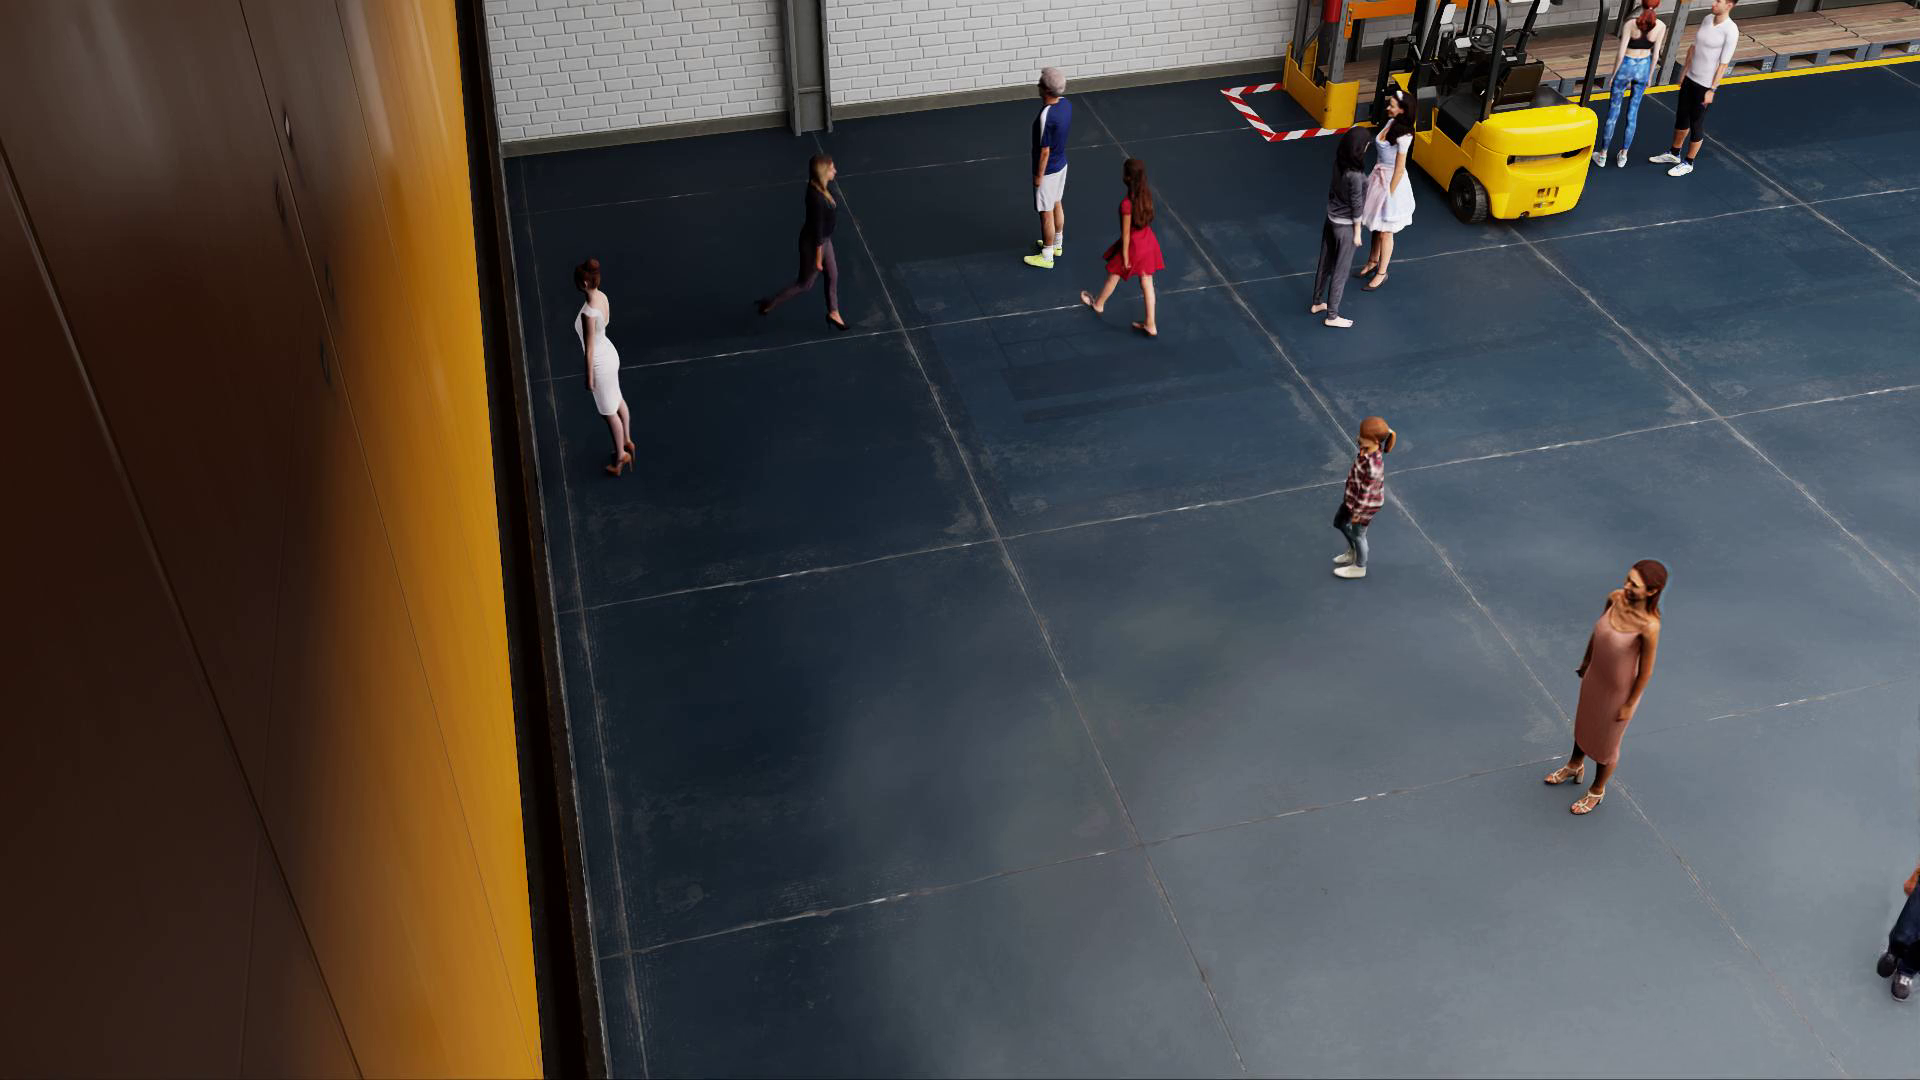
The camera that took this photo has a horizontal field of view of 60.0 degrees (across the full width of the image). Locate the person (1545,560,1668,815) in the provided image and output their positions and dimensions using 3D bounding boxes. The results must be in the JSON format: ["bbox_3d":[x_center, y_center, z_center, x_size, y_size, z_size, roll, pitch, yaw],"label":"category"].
[{"bbox_3d":[3.749,0.841,9.549,0.522,1.831,0.602,-12,40,-14],"label":"person"}]

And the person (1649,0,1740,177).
[{"bbox_3d":[7.231,-4.485,16.202,0.550,1.852,0.657,-10,40,-13],"label":"person"}]

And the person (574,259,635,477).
[{"bbox_3d":[-2.610,-1.263,12.214,0.575,1.794,0.606,2,39,2],"label":"person"}]

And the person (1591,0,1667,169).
[{"bbox_3d":[6.575,-4.521,16.300,0.626,1.785,0.710,3,39,4],"label":"person"}]

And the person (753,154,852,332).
[{"bbox_3d":[-1.307,-2.413,13.790,1.100,1.623,0.769,-1,39,-2],"label":"person"}]

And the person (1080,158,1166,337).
[{"bbox_3d":[1.525,-2.411,13.879,1.024,1.510,0.892,-30,47,-32],"label":"person"}]

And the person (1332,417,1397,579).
[{"bbox_3d":[2.818,-0.278,11.378,0.585,1.297,0.582,-1,39,-1],"label":"person"}]

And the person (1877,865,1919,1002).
[{"bbox_3d":[5.146,1.759,8.620,0.680,1.557,0.739,21,43,25],"label":"person"}]

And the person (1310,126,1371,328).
[{"bbox_3d":[3.202,-2.636,13.956,0.521,1.765,0.599,-12,40,-15],"label":"person"}]

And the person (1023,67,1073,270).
[{"bbox_3d":[0.794,-3.307,14.737,0.764,1.839,0.724,16,41,19],"label":"person"}]

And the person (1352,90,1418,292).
[{"bbox_3d":[3.696,-3.023,14.398,0.751,1.818,0.726,-5,39,-6],"label":"person"}]
